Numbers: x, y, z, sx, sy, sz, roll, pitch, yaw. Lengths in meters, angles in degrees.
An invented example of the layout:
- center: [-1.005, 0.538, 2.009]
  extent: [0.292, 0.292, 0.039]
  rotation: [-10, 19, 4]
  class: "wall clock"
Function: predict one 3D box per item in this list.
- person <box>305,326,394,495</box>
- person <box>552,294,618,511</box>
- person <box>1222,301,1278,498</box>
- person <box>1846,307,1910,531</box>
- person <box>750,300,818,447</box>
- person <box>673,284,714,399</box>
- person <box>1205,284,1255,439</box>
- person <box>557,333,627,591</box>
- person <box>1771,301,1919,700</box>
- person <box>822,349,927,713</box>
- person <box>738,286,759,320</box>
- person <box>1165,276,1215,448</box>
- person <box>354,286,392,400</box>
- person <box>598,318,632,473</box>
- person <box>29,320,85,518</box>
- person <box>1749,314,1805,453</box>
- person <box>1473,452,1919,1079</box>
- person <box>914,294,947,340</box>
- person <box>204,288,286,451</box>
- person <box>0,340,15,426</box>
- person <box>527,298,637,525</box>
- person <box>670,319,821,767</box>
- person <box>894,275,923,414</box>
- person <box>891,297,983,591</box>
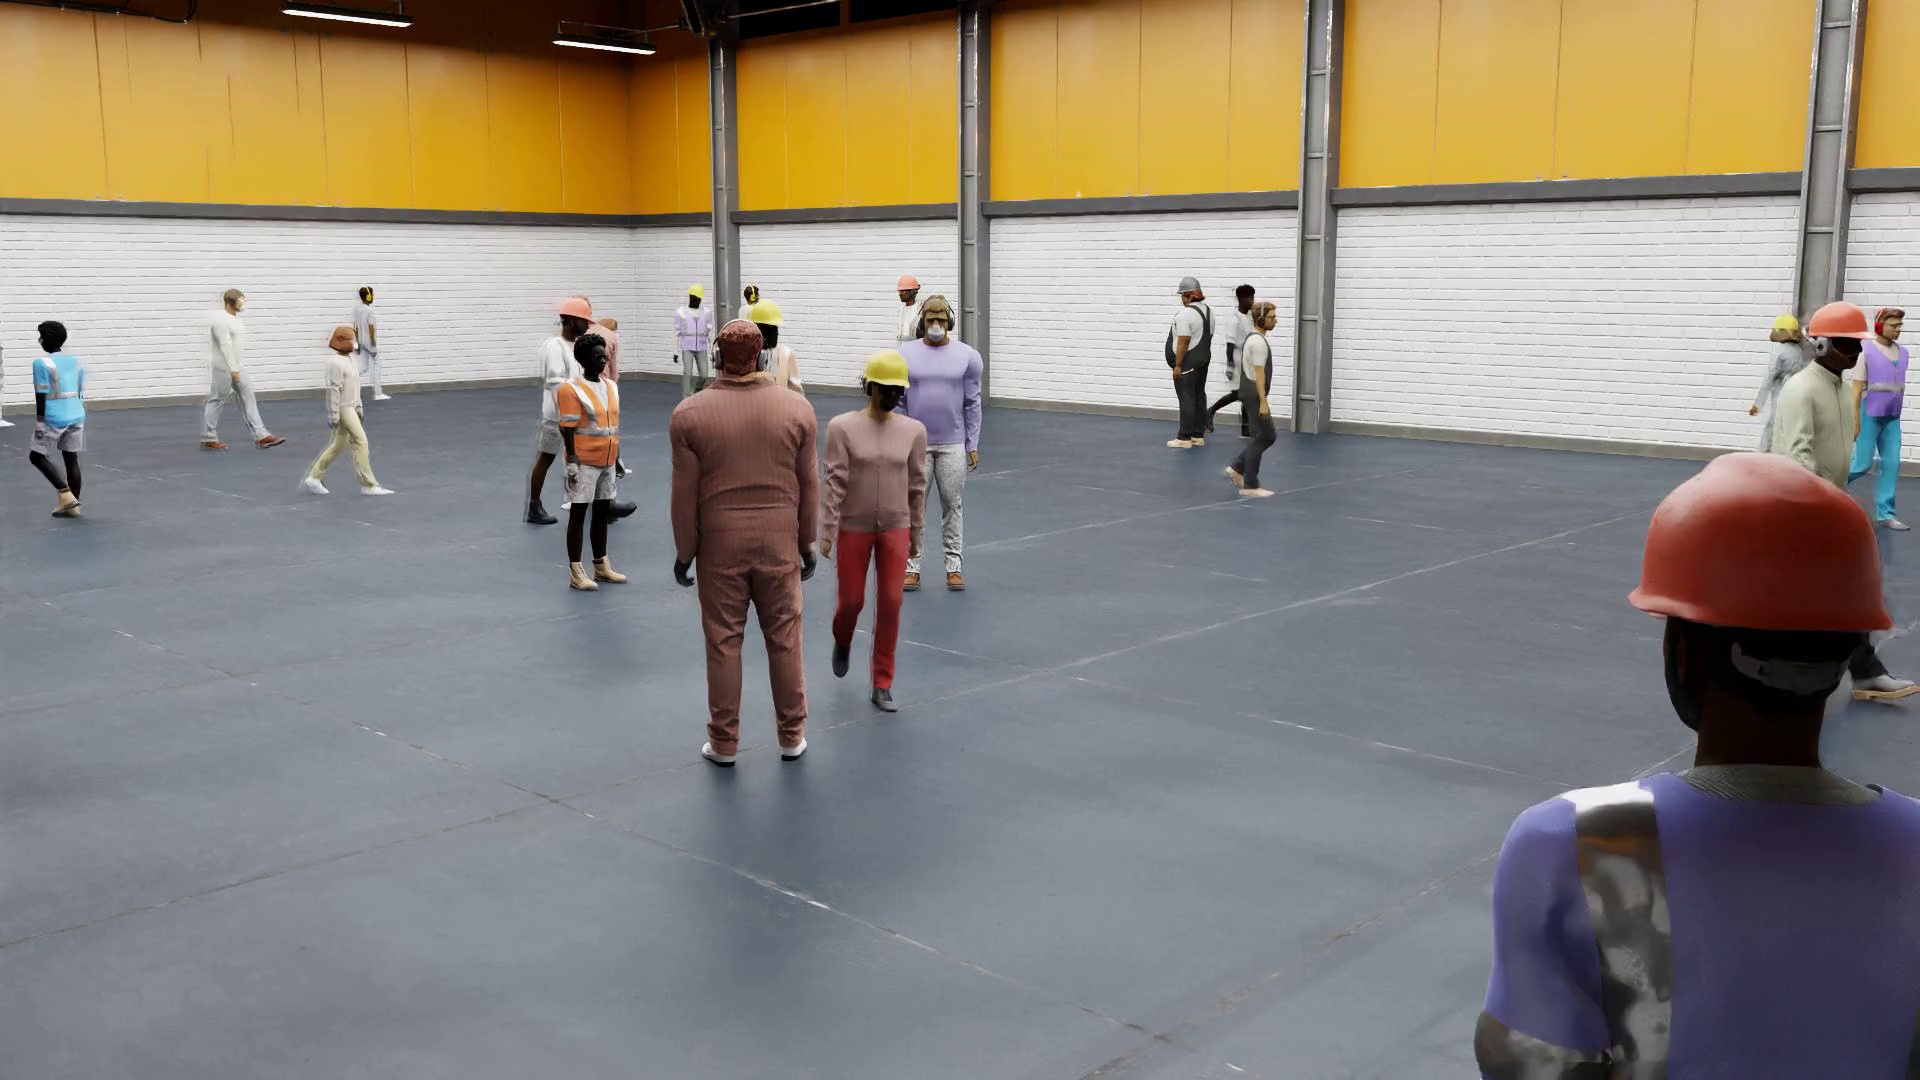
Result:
- center: [-5.793, -1.209, 15.577]
  extent: [0.823, 1.601, 0.508]
  rotation: [-1, 9, -5]
  class: "person"
- center: [-3.318, -1.205, 14.636]
  extent: [0.646, 1.899, 0.401]
  rotation: [-9, 13, -43]
  class: "person"
- center: [2.747, -1.290, 15.382]
  extent: [0.431, 1.832, 0.521]
  rotation: [2, 9, 11]
  class: "person"
- center: [7.492, -1.008, 13.683]
  extent: [0.571, 1.820, 0.757]
  rotation: [-4, 10, -21]
  class: "person"
- center: [-1.374, -0.816, 12.296]
  extent: [0.954, 1.886, 0.607]
  rotation: [8, 12, 40]
  class: "person"
- center: [-3.942, -2.834, 24.618]
  extent: [0.638, 1.900, 0.455]
  rotation: [-4, 10, -23]
  class: "person"
- center: [3.425, -2.226, 20.773]
  extent: [0.734, 1.945, 0.608]
  rotation: [6, 11, 34]
  class: "person"
- center: [-2.439, -0.522, 11.060]
  extent: [0.321, 1.697, 0.529]
  rotation: [5, 11, 29]
  class: "person"
- center: [4.228, -0.167, 8.096]
  extent: [0.627, 1.953, 0.960]
  rotation: [-6, 11, -34]
  class: "person"
- center: [-0.435, -0.066, 8.117]
  extent: [0.545, 1.741, 0.581]
  rotation: [-3, 10, -17]
  class: "person"
- center: [-3.136, -2.869, 24.929]
  extent: [0.309, 1.868, 0.535]
  rotation: [-7, 12, -38]
  class: "person"
- center: [2.703, -2.123, 19.831]
  extent: [0.538, 2.000, 0.683]
  rotation: [7, 12, 36]
  class: "person"
- center: [-9.607, -3.161, 26.799]
  extent: [0.518, 1.851, 0.771]
  rotation: [7, 12, 38]
  class: "person"
- center: [-3.713, -1.478, 17.158]
  extent: [0.529, 1.622, 0.506]
  rotation: [0, 9, 0]
  class: "person"
- center: [-7.628, -1.009, 14.071]
  extent: [0.367, 1.683, 0.559]
  rotation: [2, 9, 12]
  class: "person"
- center: [7.809, -1.297, 15.832]
  extent: [0.494, 1.693, 0.918]
  rotation: [-8, 12, -40]
  class: "person"
- center: [0.830, 0.862, 1.885]
  extent: [0.579, 1.921, 0.452]
  rotation: [0, 9, 3]
  class: "person"
- center: [-0.314, -2.003, 19.785]
  extent: [0.548, 1.816, 0.646]
  rotation: [3, 10, 17]
  class: "person"
- center: [-8.395, -1.975, 19.367]
  extent: [1.004, 1.882, 0.663]
  rotation: [1, 9, 4]
  class: "person"
- center: [-13.024, -2.308, 22.275]
  extent: [0.499, 1.622, 0.453]
  rotation: [8, 12, 39]
  class: "person"
- center: [-3.176, -1.041, 13.705]
  extent: [1.011, 1.865, 0.590]
  rotation: [3, 10, 20]
  class: "person"
- center: [-0.915, 0.016, 7.120]
  extent: [0.637, 1.911, 0.403]
  rotation: [-2, 10, -14]
  class: "person"
- center: [-0.632, -2.285, 20.815]
  extent: [0.392, 2.041, 0.615]
  rotation: [-6, 11, -34]
  class: "person"
- center: [-0.163, -0.626, 10.967]
  extent: [0.632, 1.940, 0.372]
  rotation: [0, 9, -1]
  class: "person"
